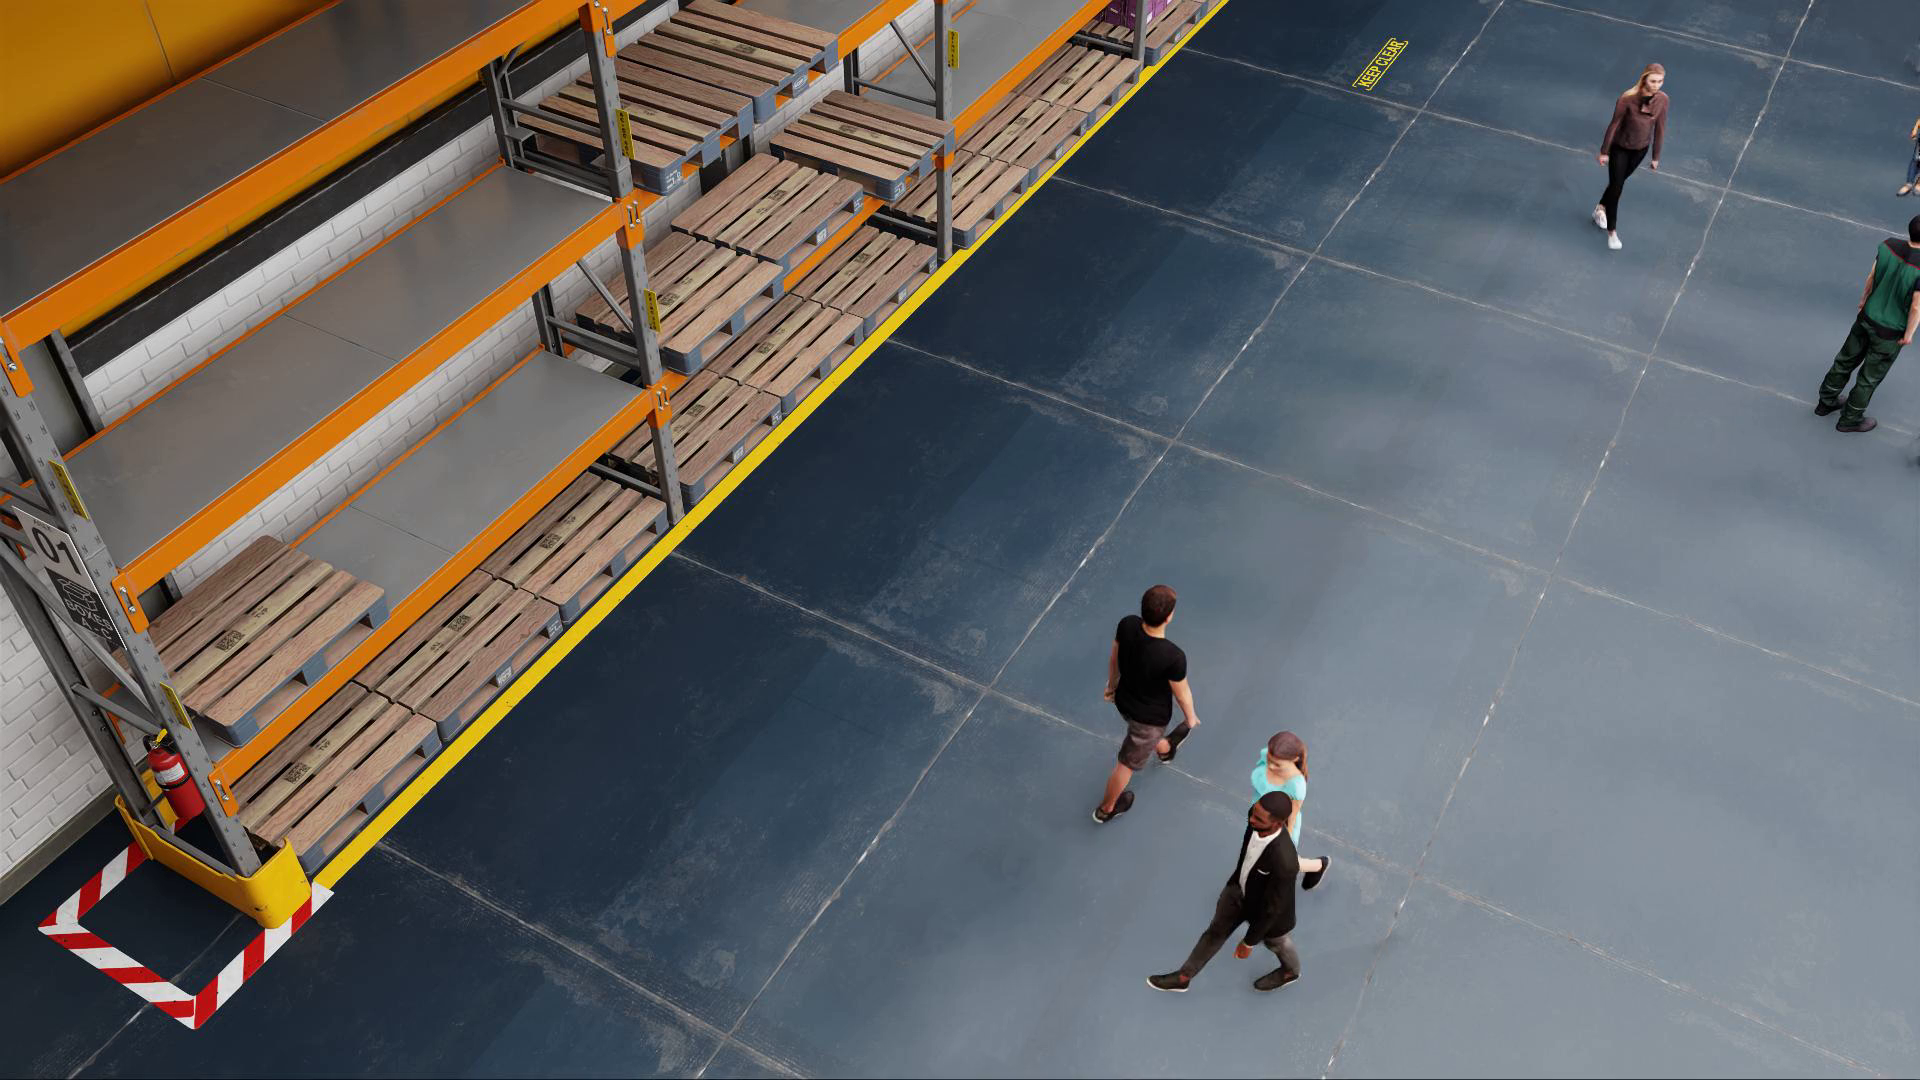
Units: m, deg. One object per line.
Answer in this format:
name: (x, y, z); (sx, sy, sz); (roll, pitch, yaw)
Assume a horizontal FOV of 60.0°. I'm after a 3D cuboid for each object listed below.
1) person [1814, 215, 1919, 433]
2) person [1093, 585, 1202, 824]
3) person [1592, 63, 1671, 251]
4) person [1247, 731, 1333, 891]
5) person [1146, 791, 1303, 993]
person: (7.045, -1.671, 12.683); (0.792, 1.901, 0.756); (-15, 46, -15)
person: (1.024, 1.031, 9.906); (1.247, 1.820, 0.958); (-31, 51, -28)
person: (5.900, -3.487, 14.754); (0.976, 1.674, 1.112); (-3, 44, -4)
person: (1.862, 1.592, 9.518); (0.980, 1.544, 0.850); (-19, 47, -19)
person: (1.710, 1.940, 8.996); (1.213, 1.759, 1.135); (-11, 45, -12)
